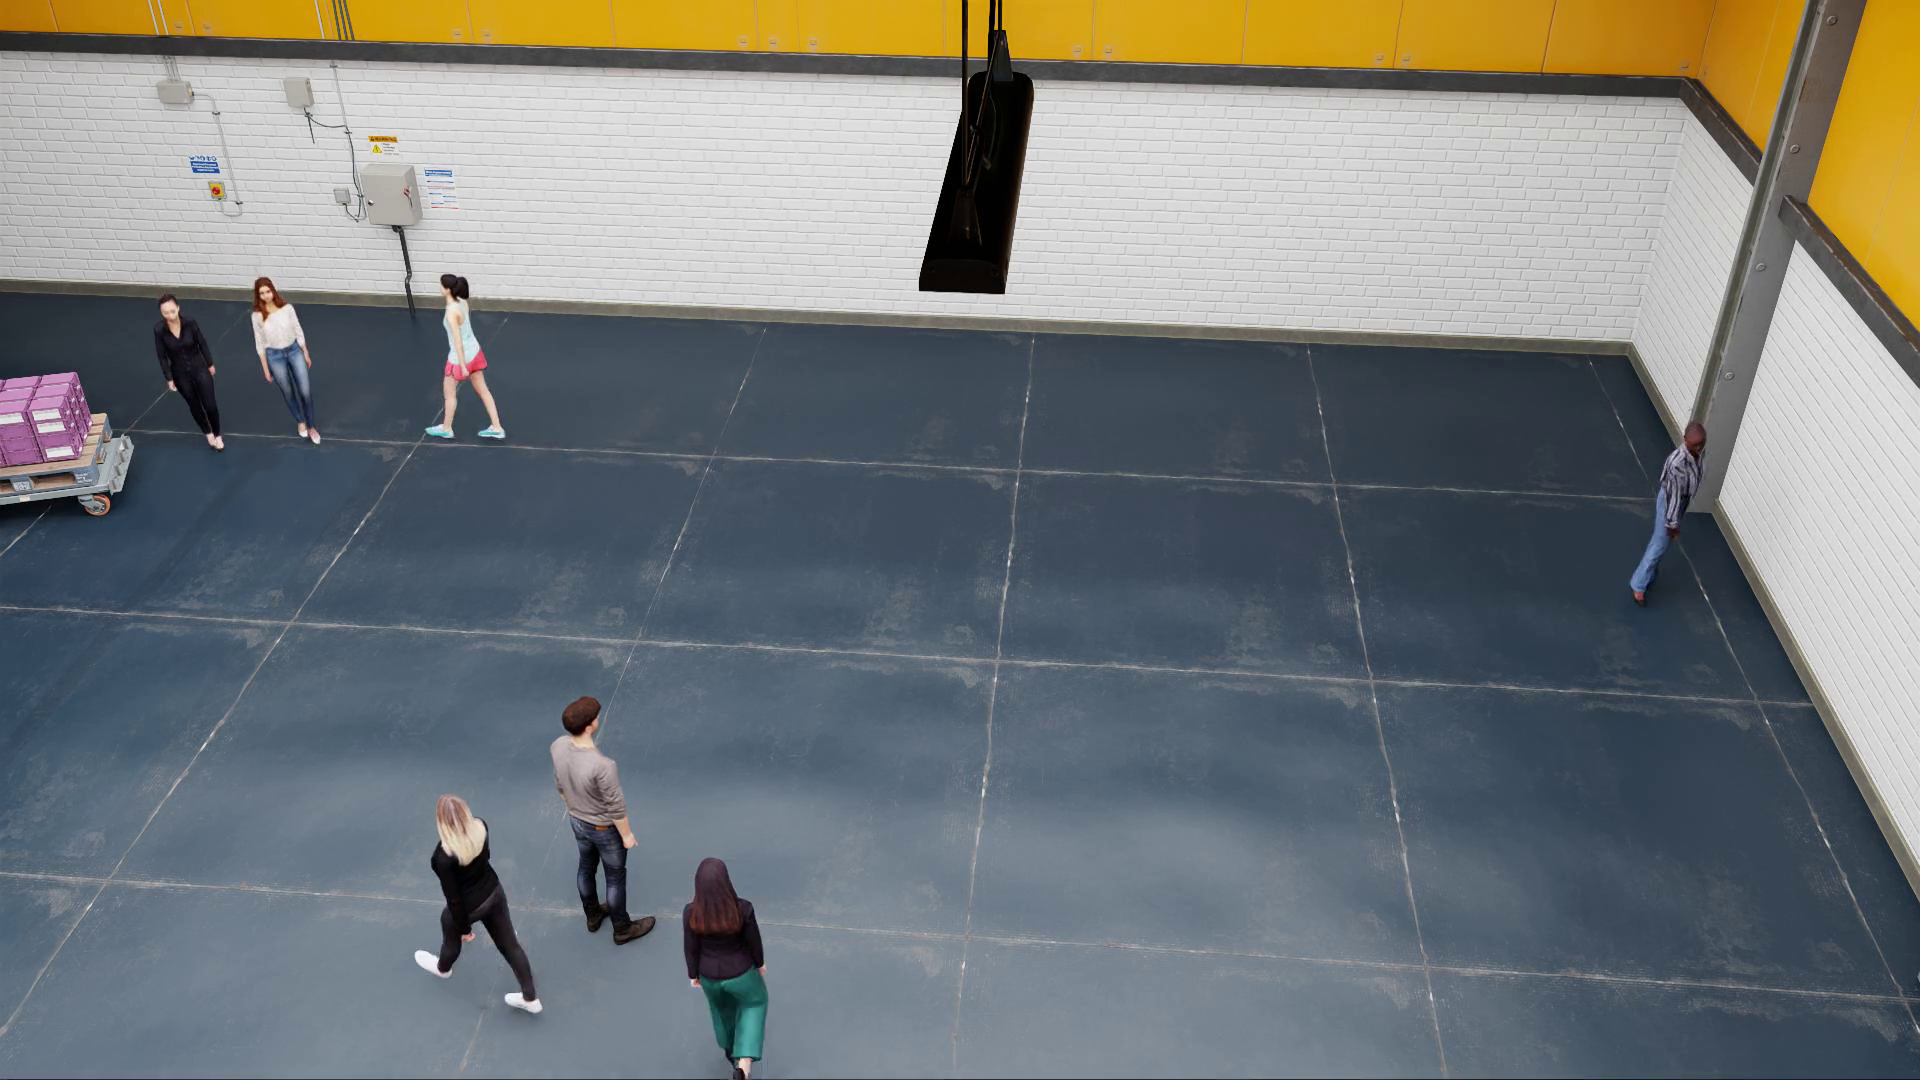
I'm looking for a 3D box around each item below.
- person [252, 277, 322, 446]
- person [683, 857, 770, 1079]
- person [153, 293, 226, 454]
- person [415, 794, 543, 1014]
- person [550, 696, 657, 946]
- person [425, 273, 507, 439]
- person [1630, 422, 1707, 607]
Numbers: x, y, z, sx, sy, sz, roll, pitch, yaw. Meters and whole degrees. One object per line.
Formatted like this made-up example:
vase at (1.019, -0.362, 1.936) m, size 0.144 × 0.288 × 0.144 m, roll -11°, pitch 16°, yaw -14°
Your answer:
person at (-6.566, -1.791, 16.156) m, size 0.783 × 1.715 × 0.859 m, roll -14°, pitch 36°, yaw -20°
person at (-1.343, 2.566, 9.597) m, size 0.637 × 1.721 × 0.874 m, roll 1°, pitch 34°, yaw 1°
person at (-7.365, -1.605, 15.898) m, size 0.719 × 1.691 × 0.756 m, roll -15°, pitch 36°, yaw -21°
person at (-2.866, 2.262, 10.131) m, size 0.984 × 1.636 × 1.170 m, roll 16°, pitch 37°, yaw 23°
person at (-2.321, 1.792, 10.596) m, size 0.783 × 1.903 × 0.763 m, roll 20°, pitch 39°, yaw 27°
person at (-4.704, -1.742, 16.066) m, size 0.682 × 1.734 × 0.936 m, roll 4°, pitch 34°, yaw 7°
person at (5.918, -0.294, 13.854) m, size 0.876 × 1.771 × 0.730 m, roll 15°, pitch 36°, yaw 21°
